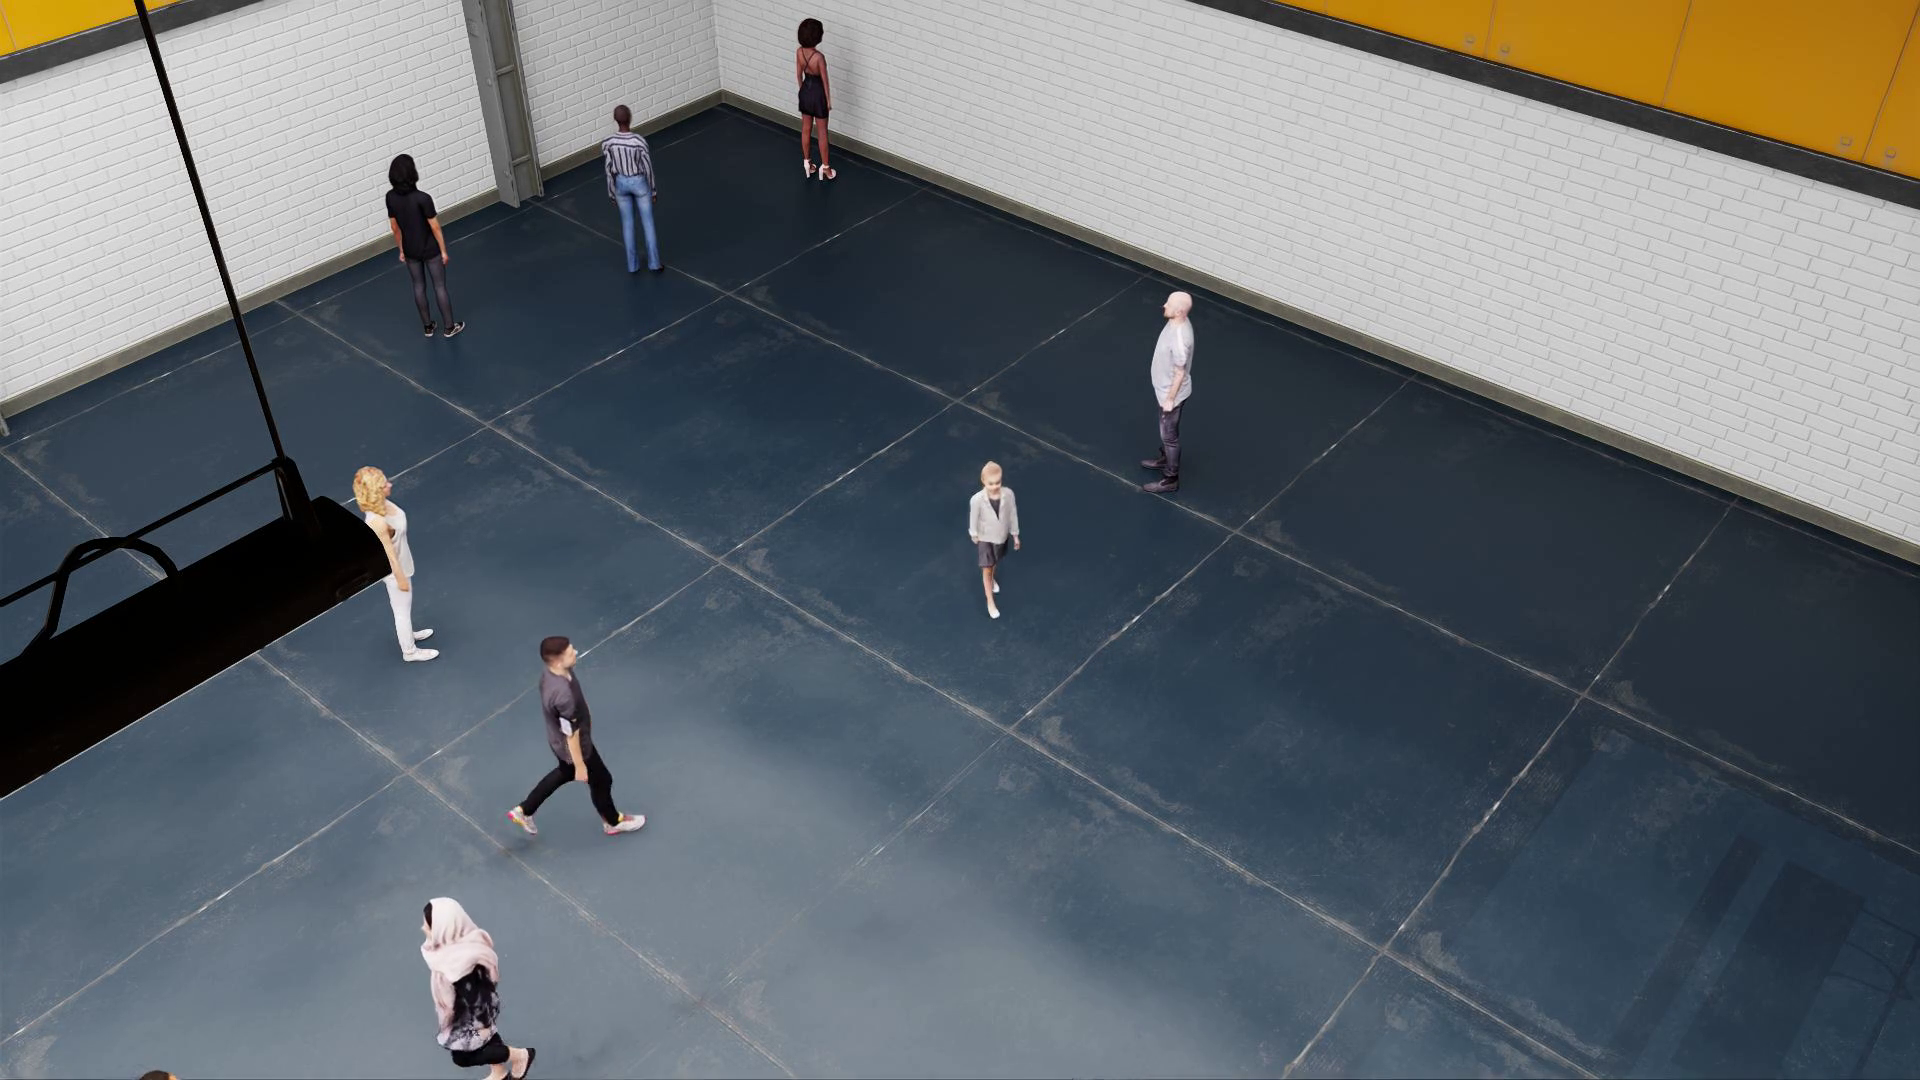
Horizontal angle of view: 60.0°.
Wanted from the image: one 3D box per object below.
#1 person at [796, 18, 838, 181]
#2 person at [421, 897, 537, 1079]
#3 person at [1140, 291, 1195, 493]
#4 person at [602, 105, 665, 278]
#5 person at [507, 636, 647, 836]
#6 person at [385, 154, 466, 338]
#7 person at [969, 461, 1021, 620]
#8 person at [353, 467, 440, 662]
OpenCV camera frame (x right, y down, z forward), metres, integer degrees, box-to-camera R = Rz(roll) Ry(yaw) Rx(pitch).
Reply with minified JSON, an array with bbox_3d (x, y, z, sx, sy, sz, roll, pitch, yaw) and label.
[{"bbox_3d":[-1.597,-4.810,18.192,0.587,1.786,0.589,22,44,25],"label":"person"},{"bbox_3d":[-2.612,2.506,9.159,0.835,1.626,0.770,-18,42,-21],"label":"person"},{"bbox_3d":[1.745,-1.237,13.682,0.820,1.832,0.725,3,39,3],"label":"person"},{"bbox_3d":[-3.239,-3.448,16.481,0.718,1.794,0.754,1,39,1],"label":"person"},{"bbox_3d":[-2.544,1.306,10.571,1.187,1.740,0.992,-12,40,-15],"label":"person"},{"bbox_3d":[-5.049,-2.737,15.560,0.708,1.833,0.707,6,39,7],"label":"person"},{"bbox_3d":[0.235,-0.087,12.706,0.823,1.252,0.806,-13,40,-16],"label":"person"},{"bbox_3d":[-4.121,0.163,12.058,0.684,1.671,0.684,-15,41,-18],"label":"person"}]
